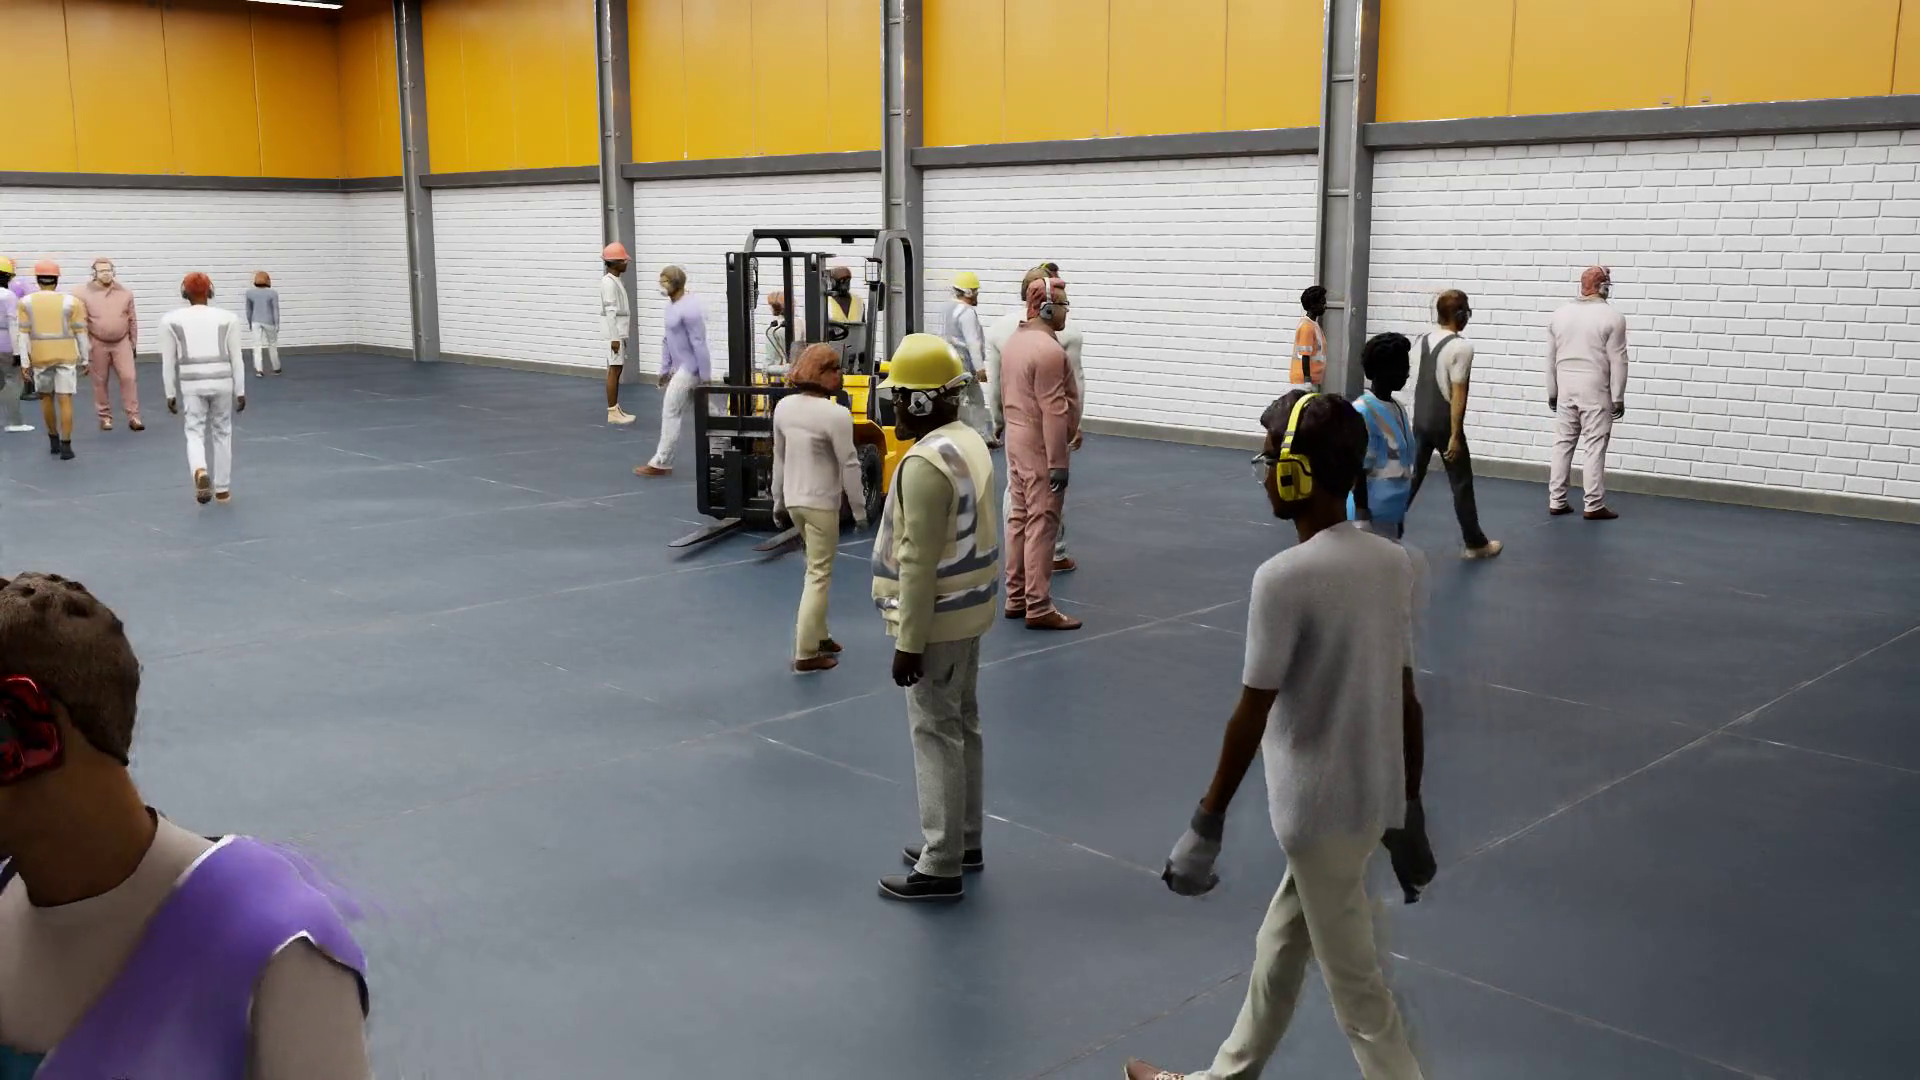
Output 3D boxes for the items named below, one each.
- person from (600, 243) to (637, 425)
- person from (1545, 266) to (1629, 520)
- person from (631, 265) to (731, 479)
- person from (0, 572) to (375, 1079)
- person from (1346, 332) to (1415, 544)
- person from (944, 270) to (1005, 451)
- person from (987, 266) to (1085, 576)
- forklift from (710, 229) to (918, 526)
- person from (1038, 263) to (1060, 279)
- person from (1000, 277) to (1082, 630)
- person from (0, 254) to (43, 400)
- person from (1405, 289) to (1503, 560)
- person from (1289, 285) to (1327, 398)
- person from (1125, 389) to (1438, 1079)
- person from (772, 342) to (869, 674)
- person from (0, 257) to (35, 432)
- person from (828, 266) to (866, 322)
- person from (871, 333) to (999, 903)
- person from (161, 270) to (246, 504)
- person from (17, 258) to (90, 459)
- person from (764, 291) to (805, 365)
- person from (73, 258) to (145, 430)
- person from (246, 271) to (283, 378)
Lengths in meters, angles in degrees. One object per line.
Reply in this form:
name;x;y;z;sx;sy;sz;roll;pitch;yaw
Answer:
person;-3.874;-2.331;18.847;0.374;2.043;0.611;-1;10;-6
person;4.747;-1.110;12.569;0.402;1.904;0.652;-8;13;-36
person;-2.392;-1.490;14.733;1.047;1.887;0.617;-4;11;-22
person;-0.754;0.930;1.703;0.664;1.816;0.378;5;12;27
person;1.926;-0.115;7.706;0.319;1.698;0.532;6;12;31
person;-0.006;-1.723;16.224;0.908;1.799;0.590;-2;11;-10
person;0.481;-0.741;10.464;0.635;1.937;0.352;4;11;22
forklift;-1.050;-1.319;12.920;1.214;2.155;2.313;2;11;13
person;0.838;-1.792;16.395;0.310;1.864;0.533;7;12;33
person;0.456;-0.471;9.080;0.402;1.906;0.652;-3;11;-18
person;-12.098;-2.718;21.378;0.581;1.886;0.581;-7;13;-35
person;3.101;-0.723;10.791;0.996;1.794;0.536;-6;12;-28
person;3.098;-1.413;14.808;0.320;1.694;0.532;4;11;20
person;0.735;0.597;3.544;0.967;1.807;0.521;9;14;39
person;-0.649;-0.161;8.183;0.520;1.612;0.565;9;14;42
person;-10.369;-2.081;17.863;0.616;1.899;0.633;3;11;17
person;-1.233;-1.864;16.910;0.632;1.826;0.522;-6;12;-30
person;-0.083;0.250;5.384;0.403;1.825;0.591;3;11;13
person;-5.919;-1.175;13.051;0.587;1.867;0.698;-5;11;-23
person;-8.741;-1.756;16.089;0.564;1.900;0.905;-4;11;-20
person;-1.598;-1.447;15.147;0.334;1.636;0.539;6;12;30
person;-9.248;-2.110;18.113;0.652;1.876;0.863;-9;13;-39
person;-10.527;-3.260;25.146;0.514;1.583;0.854;-1;10;-7
